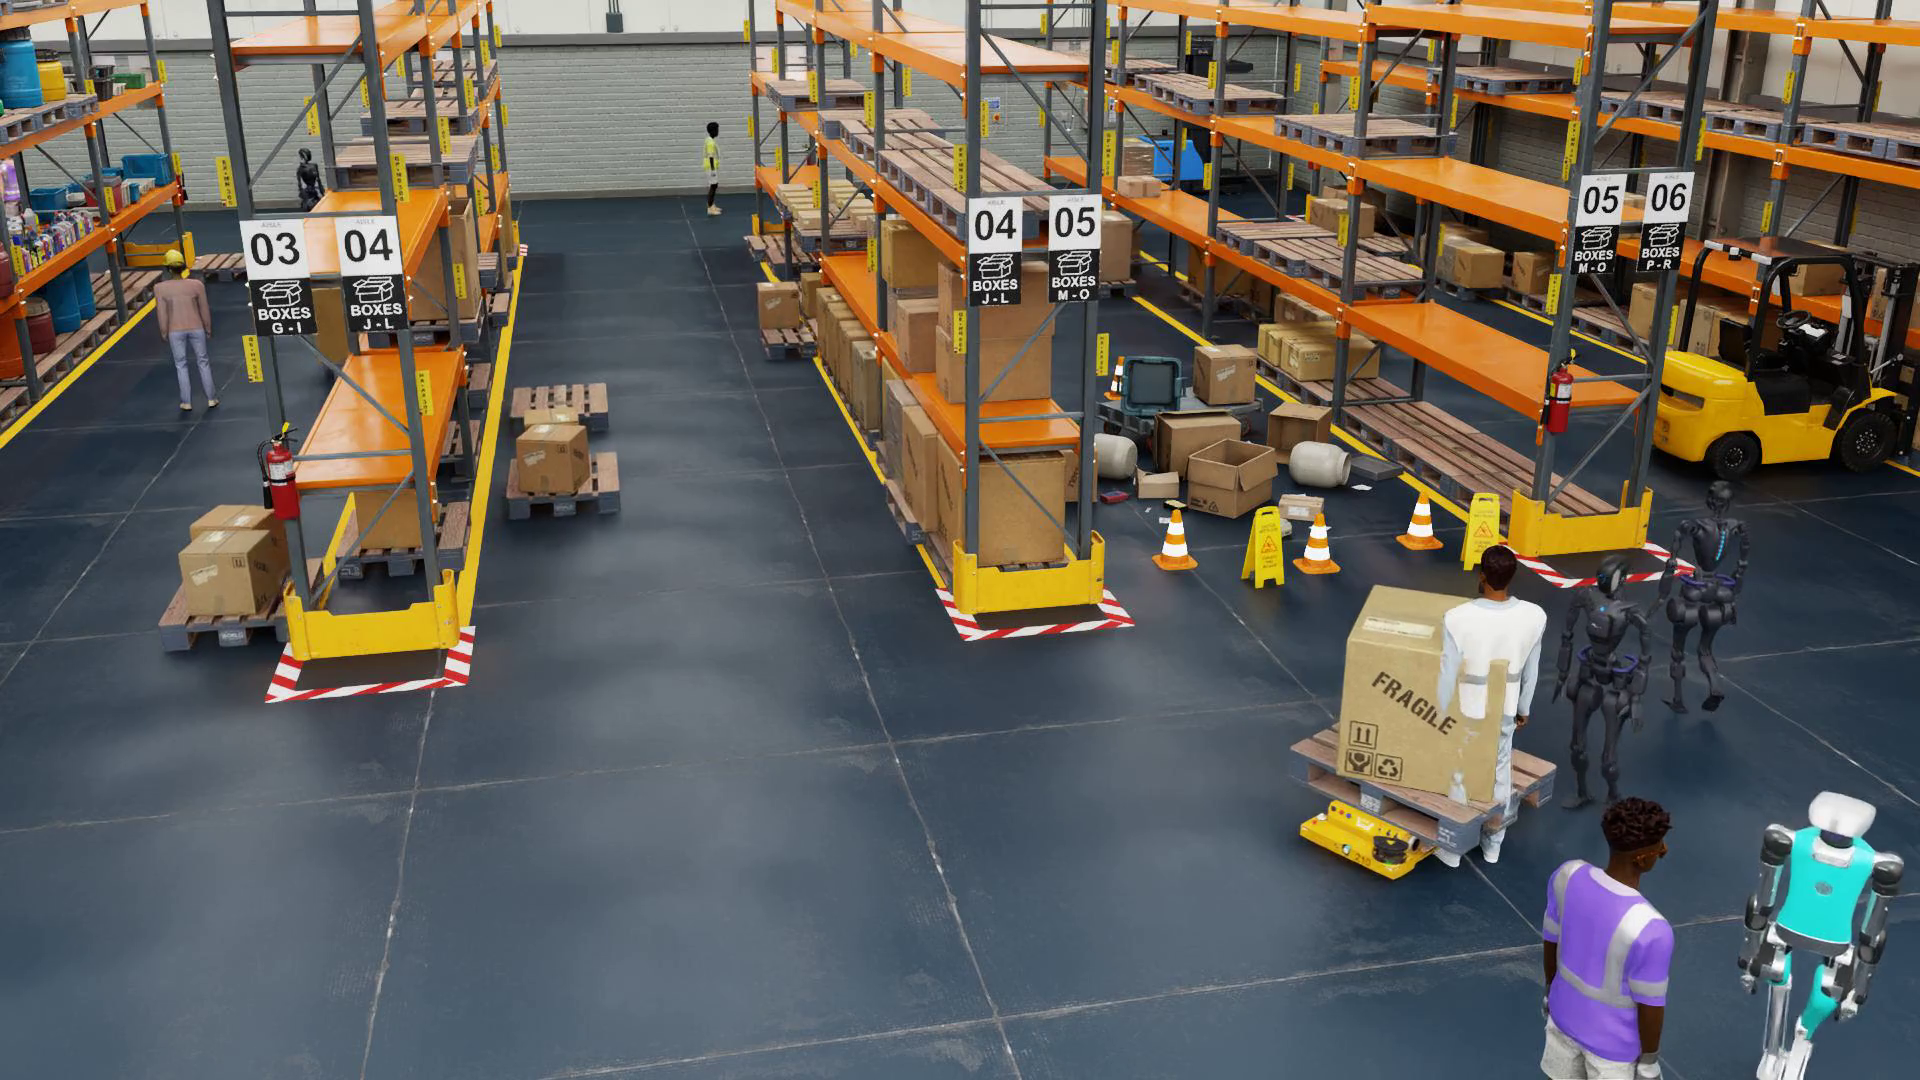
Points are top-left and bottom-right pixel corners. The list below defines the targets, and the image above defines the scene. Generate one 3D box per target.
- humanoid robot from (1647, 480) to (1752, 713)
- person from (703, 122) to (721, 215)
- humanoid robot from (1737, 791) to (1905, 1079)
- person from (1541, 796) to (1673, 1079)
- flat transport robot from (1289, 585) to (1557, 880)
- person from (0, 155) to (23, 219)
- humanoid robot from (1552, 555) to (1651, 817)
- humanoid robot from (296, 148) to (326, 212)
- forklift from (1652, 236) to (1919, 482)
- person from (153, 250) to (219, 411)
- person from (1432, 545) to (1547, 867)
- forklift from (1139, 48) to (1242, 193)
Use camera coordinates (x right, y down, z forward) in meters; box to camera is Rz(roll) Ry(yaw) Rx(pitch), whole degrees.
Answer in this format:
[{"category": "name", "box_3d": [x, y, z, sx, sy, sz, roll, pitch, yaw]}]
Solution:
[{"category": "humanoid robot", "box_3d": [4.952, 0.411, 11.087, 0.589, 1.643, 0.469, -1, 20, -3]}, {"category": "person", "box_3d": [-4.560, -6.848, 30.610, 0.334, 1.678, 0.550, -3, 21, -8]}, {"category": "humanoid robot", "box_3d": [3.721, 1.806, 7.282, 0.557, 1.744, 1.029, 12, 23, 29]}, {"category": "person", "box_3d": [2.552, 1.912, 6.619, 0.372, 1.966, 0.602, -8, 22, -20]}, {"category": "flat transport robot", "box_3d": [2.726, 1.577, 9.955, 1.431, 0.231, 0.659, -17, 26, -39]}, {"category": "person", "box_3d": [-15.312, -5.498, 26.971, 0.350, 1.687, 0.486, 11, 23, 27]}, {"category": "humanoid robot", "box_3d": [3.838, 0.861, 9.887, 0.383, 1.652, 0.584, -18, 27, -39]}, {"category": "humanoid robot", "box_3d": [-10.710, -5.660, 27.505, 0.793, 1.632, 0.598, 7, 21, 17]}, {"category": "forklift", "box_3d": [8.013, -1.814, 16.330, 2.313, 2.155, 1.214, -4, 21, -12]}, {"category": "person", "box_3d": [-8.493, -2.299, 18.245, 0.534, 1.765, 0.318, -11, 23, -28]}, {"category": "person", "box_3d": [2.924, 0.940, 9.303, 0.592, 1.919, 0.392, -3, 21, -8]}, {"category": "forklift", "box_3d": [4.566, -8.313, 32.860, 1.873, 2.768, 1.129, -4, 21, -12]}]
